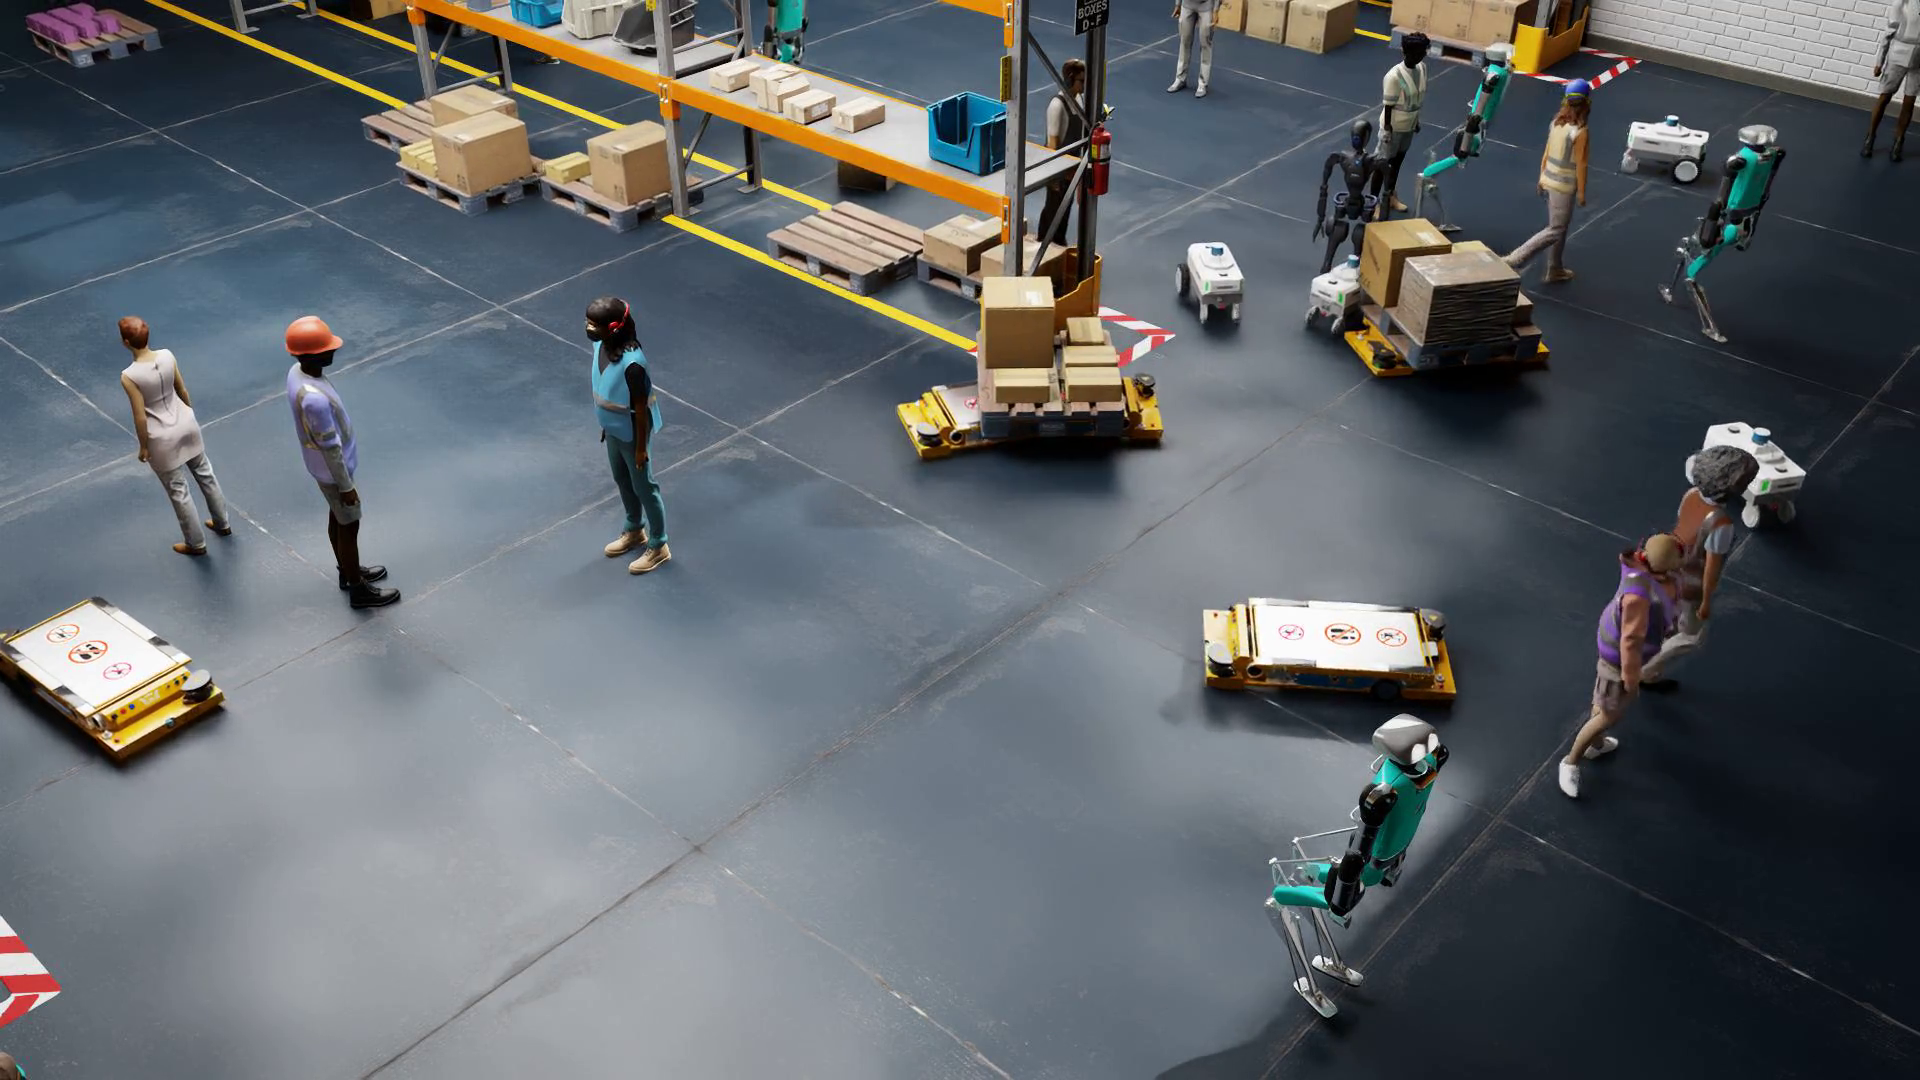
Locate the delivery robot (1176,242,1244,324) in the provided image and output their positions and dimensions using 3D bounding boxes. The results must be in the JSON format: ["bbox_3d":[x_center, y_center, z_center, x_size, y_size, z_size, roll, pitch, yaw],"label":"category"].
[{"bbox_3d":[2.092,-2.166,13.697,0.499,0.595,0.770,-3,35,-4],"label":"delivery robot"}]

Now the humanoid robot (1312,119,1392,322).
[{"bbox_3d":[3.132,-2.539,13.246,0.611,1.655,0.318,12,36,17],"label":"humanoid robot"}]

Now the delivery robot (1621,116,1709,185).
[{"bbox_3d":[6.832,-3.777,16.045,0.805,0.612,0.499,14,37,20],"label":"delivery robot"}]

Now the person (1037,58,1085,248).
[{"bbox_3d":[0.889,-3.158,14.018,0.365,1.833,0.514,19,39,25],"label":"person"}]

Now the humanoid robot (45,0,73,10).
[{"bbox_3d":[-10.732,-6.900,19.575,0.584,1.645,0.426,-13,37,-18],"label":"humanoid robot"}]

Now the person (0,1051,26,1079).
[{"bbox_3d":[-3.269,2.438,6.050,0.495,1.660,0.335,16,38,22],"label":"person"}]

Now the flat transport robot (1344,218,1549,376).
[{"bbox_3d":[3.827,-1.569,13.084,1.431,0.231,0.659,-7,35,-10],"label":"flat transport robot"}]

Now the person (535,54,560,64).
[{"bbox_3d":[-4.669,-6.189,18.469,0.340,1.749,0.567,9,36,12],"label":"person"}]

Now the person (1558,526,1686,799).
[{"bbox_3d":[3.501,0.594,8.729,0.353,1.659,0.635,18,38,24],"label":"person"}]

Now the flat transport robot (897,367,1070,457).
[{"bbox_3d":[0.315,-0.939,12.170,1.431,0.231,0.659,-10,36,-14],"label":"flat transport robot"}]

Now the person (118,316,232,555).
[{"bbox_3d":[-5.018,-0.658,10.536,0.288,1.661,0.445,15,37,20],"label":"person"}]

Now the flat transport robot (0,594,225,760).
[{"bbox_3d":[-5.004,0.763,9.704,1.431,0.231,0.659,24,41,30],"label":"flat transport robot"}]

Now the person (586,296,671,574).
[{"bbox_3d":[-2.076,-0.661,10.372,0.395,1.862,0.507,-27,43,-33],"label":"person"}]

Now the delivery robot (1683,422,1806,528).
[{"bbox_3d":[5.345,-0.486,11.267,0.499,0.599,0.797,-8,35,-11],"label":"delivery robot"}]

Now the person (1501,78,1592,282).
[{"bbox_3d":[4.891,-2.912,13.730,0.712,1.739,0.490,-7,35,-10],"label":"person"}]

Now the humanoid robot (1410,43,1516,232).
[{"bbox_3d":[4.292,-3.514,14.606,0.877,1.771,0.586,21,40,27],"label":"humanoid robot"}]

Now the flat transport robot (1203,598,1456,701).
[{"bbox_3d":[2.175,0.645,9.875,1.431,0.231,0.659,3,35,4],"label":"flat transport robot"}]

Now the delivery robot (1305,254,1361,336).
[{"bbox_3d":[3.165,-2.028,13.489,0.775,0.585,0.499,-27,43,-33],"label":"delivery robot"}]

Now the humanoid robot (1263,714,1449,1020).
[{"bbox_3d":[1.674,1.376,7.407,0.735,1.677,0.533,29,44,35],"label":"humanoid robot"}]

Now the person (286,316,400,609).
[{"bbox_3d":[-3.746,-0.469,10.022,0.366,1.935,0.551,-18,39,-24],"label":"person"}]

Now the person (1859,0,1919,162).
[{"bbox_3d":[9.152,-4.624,16.054,0.549,1.924,0.387,13,37,18],"label":"person"}]

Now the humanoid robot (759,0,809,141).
[{"bbox_3d":[-1.884,-4.914,16.655,0.841,1.774,0.530,28,43,34],"label":"humanoid robot"}]

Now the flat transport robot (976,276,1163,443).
[{"bbox_3d":[0.742,-0.975,12.223,1.431,0.231,0.659,-1,35,-1],"label":"flat transport robot"}]

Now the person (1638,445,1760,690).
[{"bbox_3d":[4.011,0.219,9.257,0.482,1.663,0.499,-5,35,-7],"label":"person"}]

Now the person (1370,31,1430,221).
[{"bbox_3d":[3.958,-3.729,14.957,0.531,1.692,0.320,-27,43,-34],"label":"person"}]

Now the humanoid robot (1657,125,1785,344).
[{"bbox_3d":[5.916,-2.526,13.232,0.537,1.780,1.024,-14,37,-20],"label":"humanoid robot"}]

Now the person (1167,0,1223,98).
[{"bbox_3d":[2.520,-5.655,17.570,0.530,1.899,0.395,18,39,24],"label":"person"}]
